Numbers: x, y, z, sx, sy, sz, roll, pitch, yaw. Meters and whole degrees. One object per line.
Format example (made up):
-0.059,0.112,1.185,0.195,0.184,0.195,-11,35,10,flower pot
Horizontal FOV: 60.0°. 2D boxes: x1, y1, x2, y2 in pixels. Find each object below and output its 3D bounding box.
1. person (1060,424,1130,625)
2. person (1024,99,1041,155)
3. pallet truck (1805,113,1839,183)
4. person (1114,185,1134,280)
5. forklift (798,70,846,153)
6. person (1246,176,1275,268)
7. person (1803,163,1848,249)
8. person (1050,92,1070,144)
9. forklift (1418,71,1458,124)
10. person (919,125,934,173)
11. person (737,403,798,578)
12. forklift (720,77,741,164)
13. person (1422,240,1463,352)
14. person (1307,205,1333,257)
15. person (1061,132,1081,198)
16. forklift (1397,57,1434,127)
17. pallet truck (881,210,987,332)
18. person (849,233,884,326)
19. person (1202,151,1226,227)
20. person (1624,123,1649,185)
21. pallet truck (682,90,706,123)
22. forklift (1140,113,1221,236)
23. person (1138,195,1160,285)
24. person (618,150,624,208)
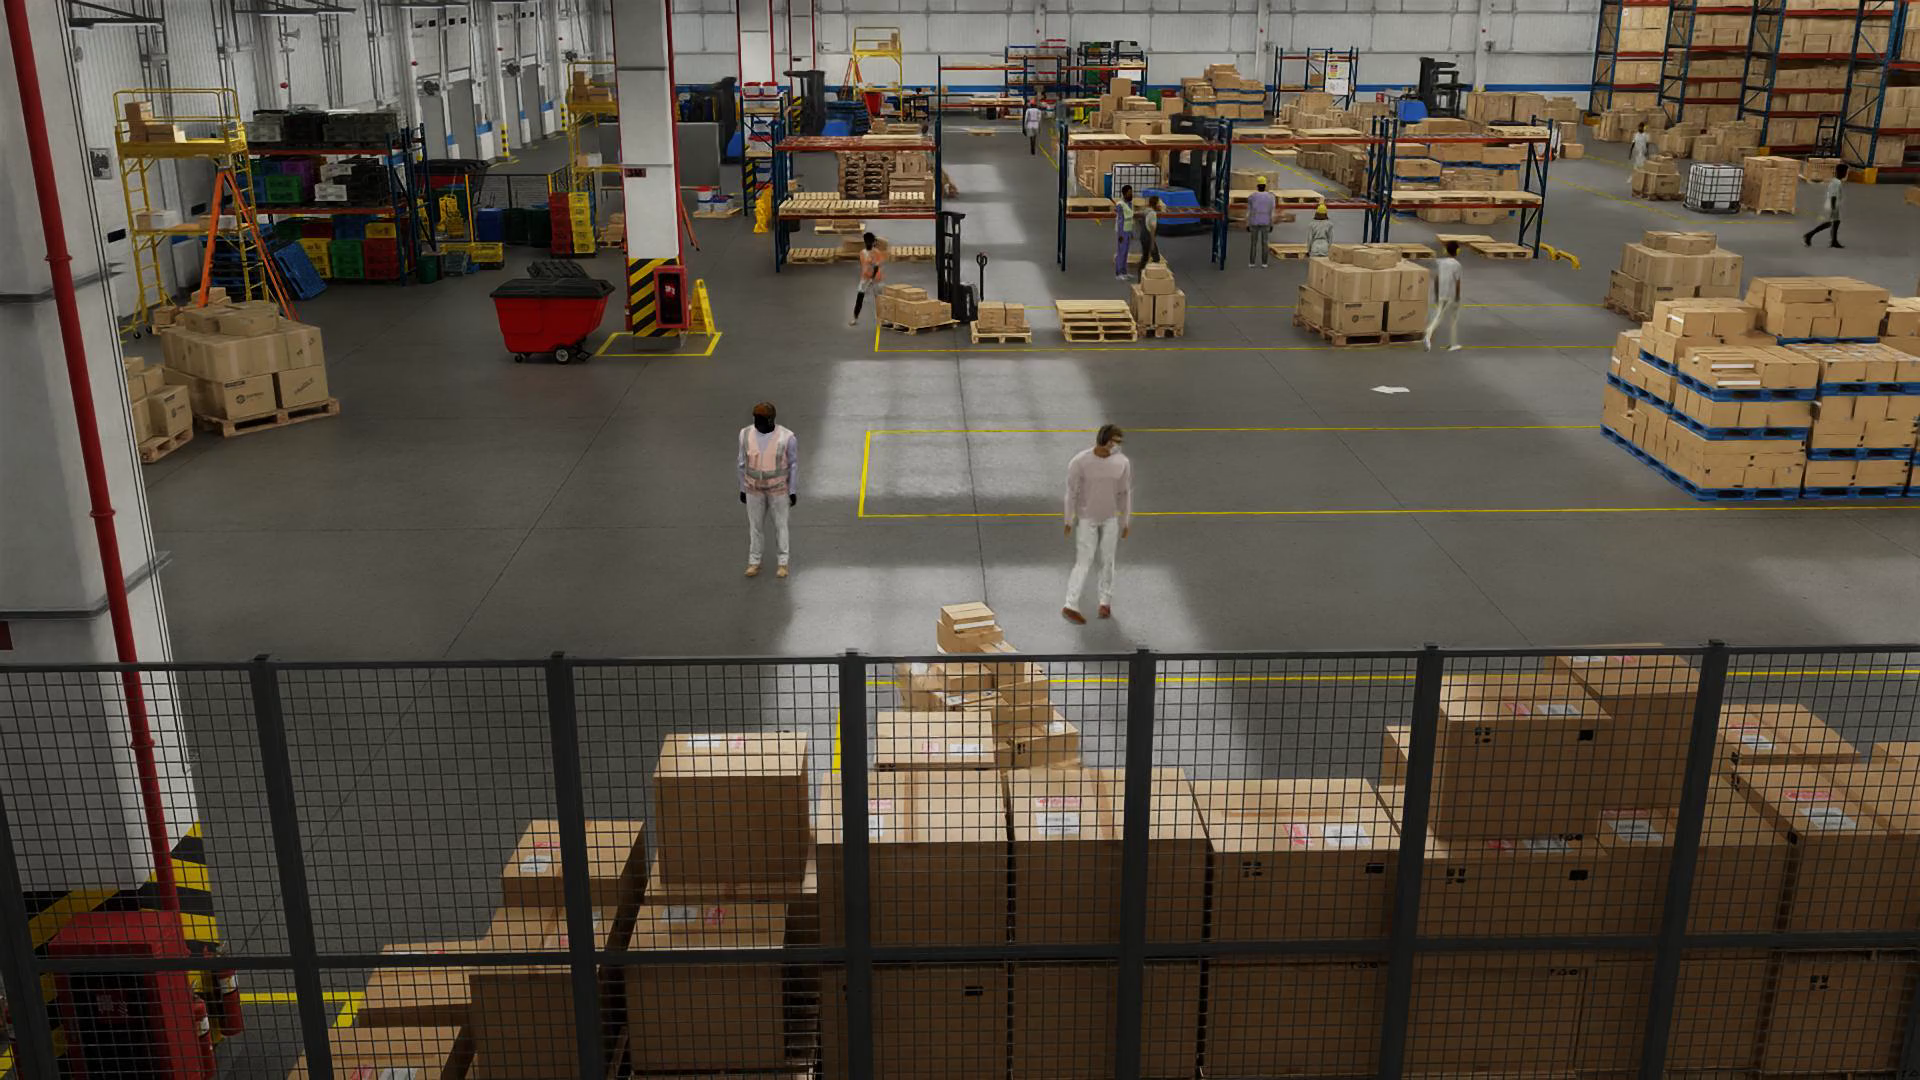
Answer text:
1.289,-0.157,15.842,0.744,1.906,0.487,-6,20,-17,person
2.555,-14.551,58.584,0.561,1.886,1.014,-2,19,-7,person
26.403,-11.957,50.702,0.823,1.965,1.885,6,19,16,pallet truck
3.369,-6.296,34.032,0.392,1.919,0.591,9,21,26,person
-5.084,-15.224,59.033,1.873,2.768,1.129,-10,21,-26,forklift
6.391,-6.777,35.457,0.595,1.922,0.385,2,19,6,person
19.841,-7.622,37.942,0.836,1.942,0.607,9,21,26,person
3.843,-15.789,62.227,0.875,1.910,0.637,-10,21,-28,person
17.058,-15.224,59.034,1.129,2.768,1.873,-1,19,-2,forklift
-1.082,-12.062,51.584,0.523,1.621,0.629,-7,20,-20,person
-1.965,-0.510,16.992,0.624,1.841,0.430,3,19,8,person
-7.576,-13.878,55.042,1.873,2.768,1.129,-1,19,-1,forklift
7.984,-4.001,27.363,0.541,1.840,0.766,18,25,42,person
6.991,-5.644,32.366,0.484,1.745,0.296,1,19,4,person
3.050,-10.363,46.209,0.604,1.836,0.931,-10,21,-28,person
19.193,-18.499,68.751,1.873,2.768,1.129,-1,19,-1,forklift
-0.493,-4.759,29.349,1.885,1.965,0.823,-13,23,-34,pallet truck
-1.583,-4.655,29.596,0.527,1.644,0.883,13,23,34,person
6.281,-8.595,40.877,0.953,1.895,0.634,-12,22,-32,person
20.371,-11.597,49.916,1.003,1.825,0.540,-10,21,-28,person
-9.671,-15.907,62.421,0.823,1.965,1.885,5,19,15,pallet truck
5.398,-8.829,40.064,1.873,2.768,1.129,-13,23,-34,forklift
3.849,-5.965,33.231,0.713,1.807,0.551,-7,20,-20,person
-8.870,-9.850,44.539,0.550,1.942,0.346,-8,20,-24,person
